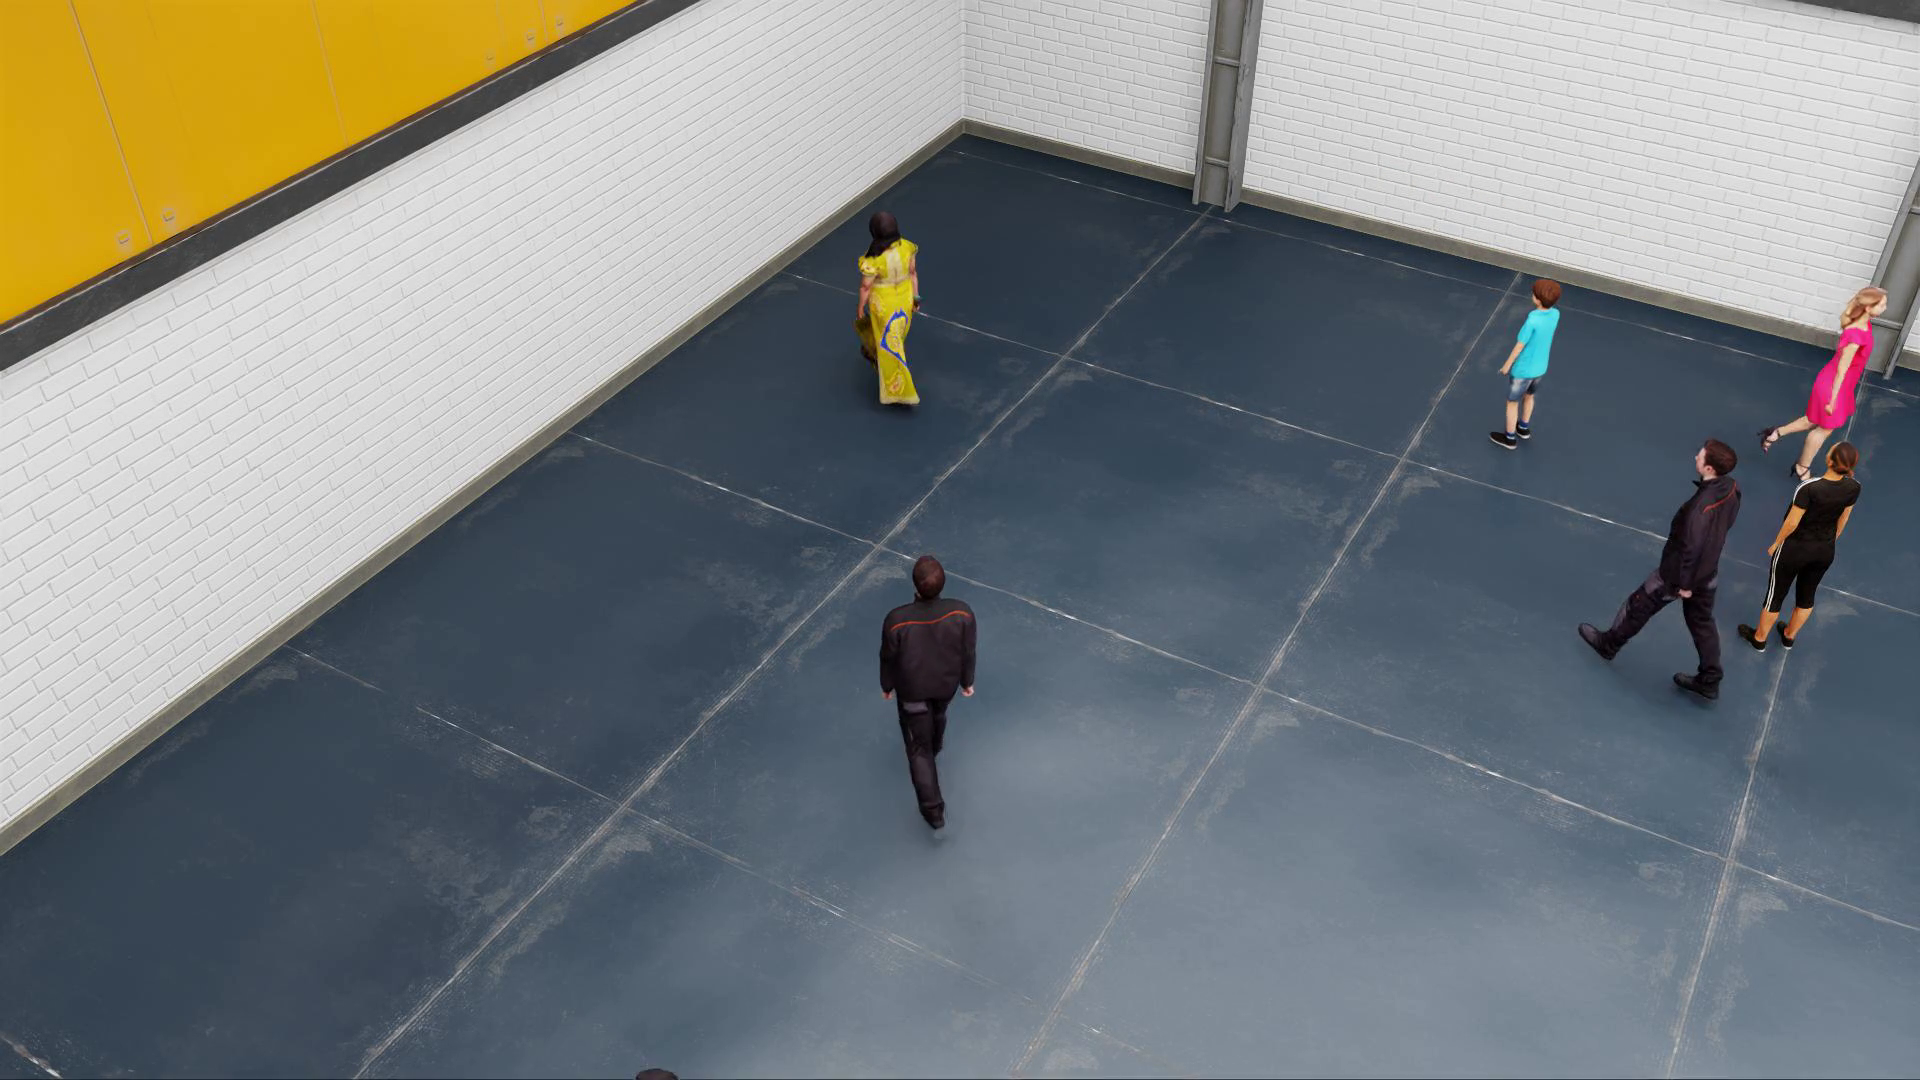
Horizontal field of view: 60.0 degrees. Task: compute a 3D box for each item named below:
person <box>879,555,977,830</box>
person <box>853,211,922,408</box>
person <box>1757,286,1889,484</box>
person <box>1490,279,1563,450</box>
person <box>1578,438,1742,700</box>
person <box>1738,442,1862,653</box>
[{"bbox_3d":[-0.182,0.908,9.747,1.172,1.805,1.241,-10,40,-13],"label":"person"},{"bbox_3d":[-0.502,-1.812,13.309,1.018,1.610,1.381,-26,46,-29],"label":"person"},{"bbox_3d":[6.425,-1.159,12.409,0.810,1.712,0.584,21,43,25],"label":"person"},{"bbox_3d":[4.423,-1.356,12.871,0.619,1.445,0.636,-23,44,-26],"label":"person"},{"bbox_3d":[4.689,0.224,10.548,1.015,1.873,1.312,-25,45,-28],"label":"person"},{"bbox_3d":[5.569,0.045,10.938,0.641,1.667,0.731,-3,39,-3],"label":"person"}]
